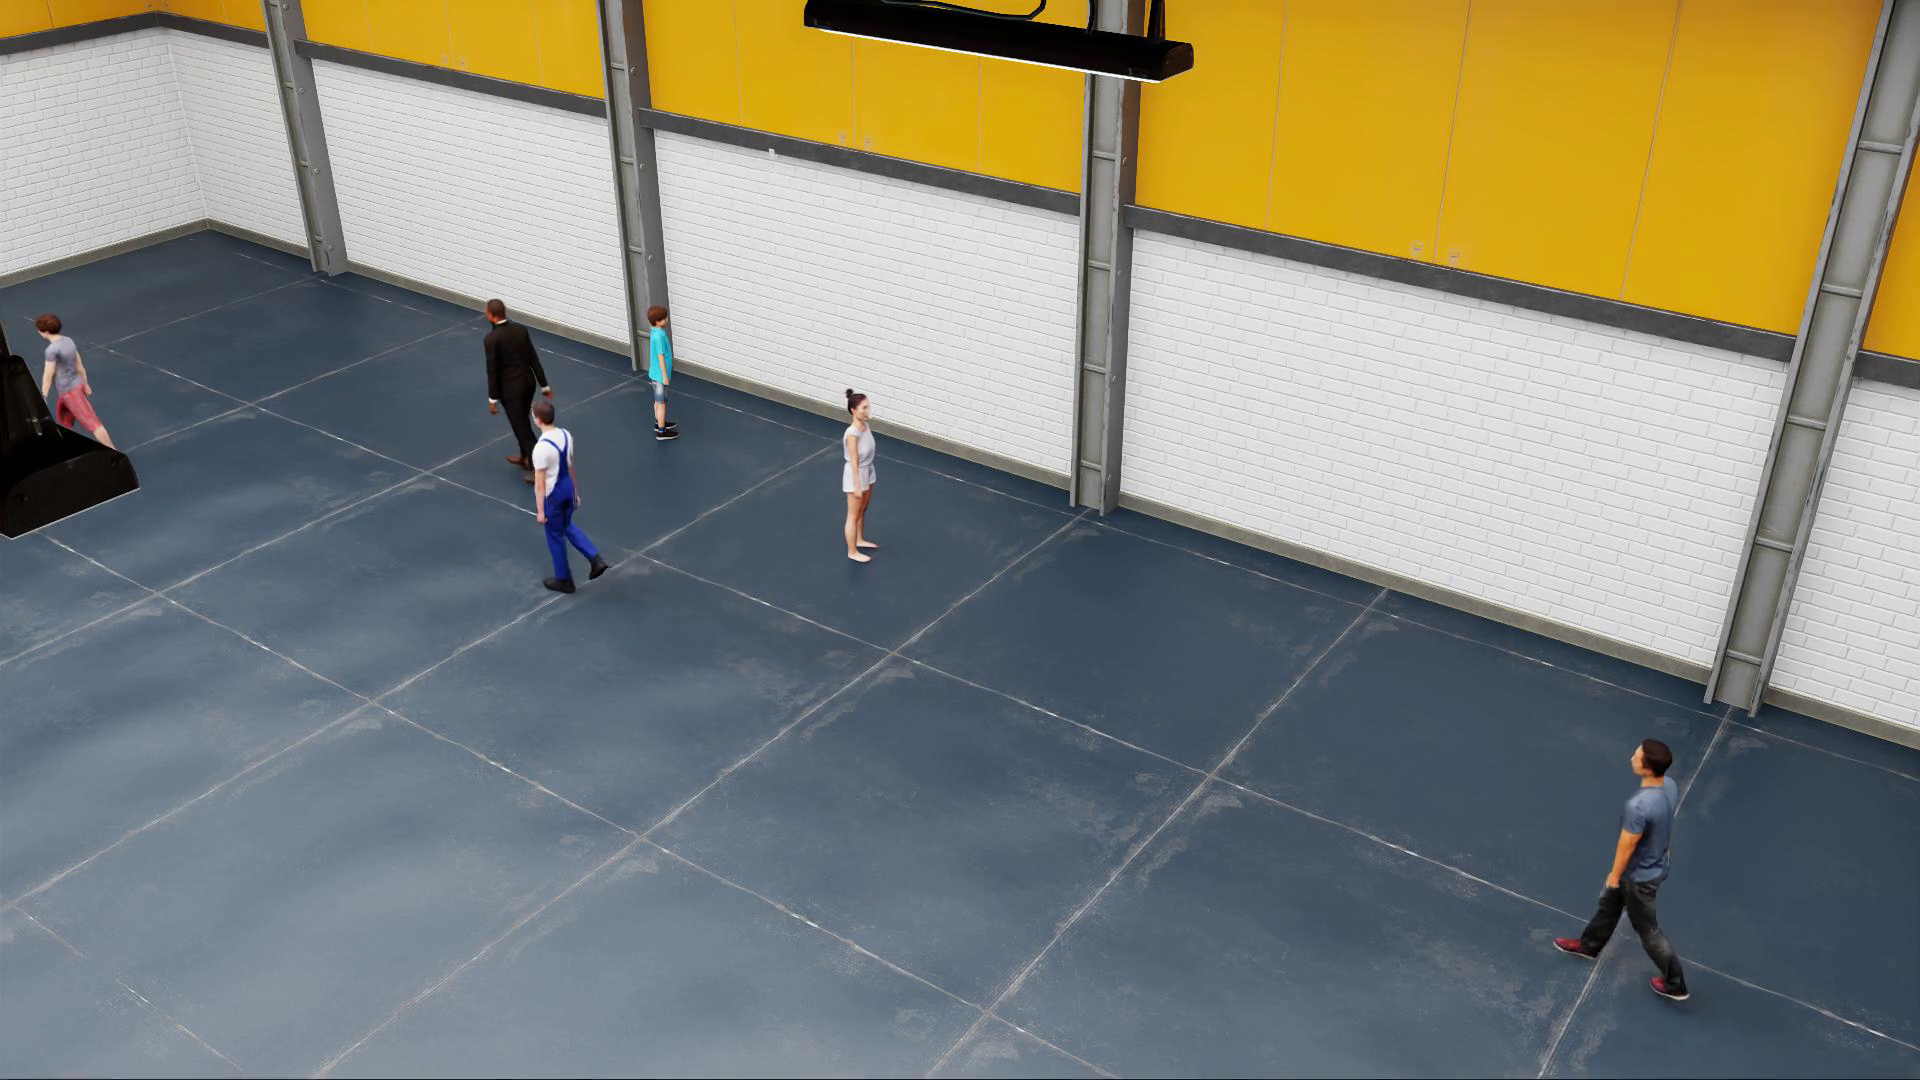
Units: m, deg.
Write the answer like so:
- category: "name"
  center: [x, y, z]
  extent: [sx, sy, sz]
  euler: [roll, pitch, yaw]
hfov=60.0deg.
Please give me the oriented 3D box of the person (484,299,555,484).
- category: "person"
  center: [-4.357, -1.436, 16.500]
  extent: [1.003, 1.848, 0.778]
  euler: [19, 34, 30]

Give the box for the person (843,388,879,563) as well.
- category: "person"
  center: [-0.923, -0.598, 15.211]
  extent: [0.602, 1.611, 0.621]
  euler: [7, 29, 12]

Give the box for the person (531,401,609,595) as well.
- category: "person"
  center: [-3.440, -0.345, 14.509]
  extent: [0.924, 1.838, 0.729]
  euler: [11, 31, 19]

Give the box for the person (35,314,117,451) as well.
- category: "person"
  center: [-8.899, -1.477, 16.824]
  extent: [1.145, 1.609, 1.012]
  euler: [-1, 29, -3]

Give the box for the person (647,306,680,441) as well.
- category: "person"
  center: [-3.176, -1.785, 17.558]
  extent: [0.648, 1.448, 0.570]
  euler: [-8, 30, -15]

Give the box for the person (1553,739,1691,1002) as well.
- category: "person"
  center: [4.267, 2.045, 10.197]
  extent: [1.081, 1.773, 0.664]
  euler: [24, 37, 37]
